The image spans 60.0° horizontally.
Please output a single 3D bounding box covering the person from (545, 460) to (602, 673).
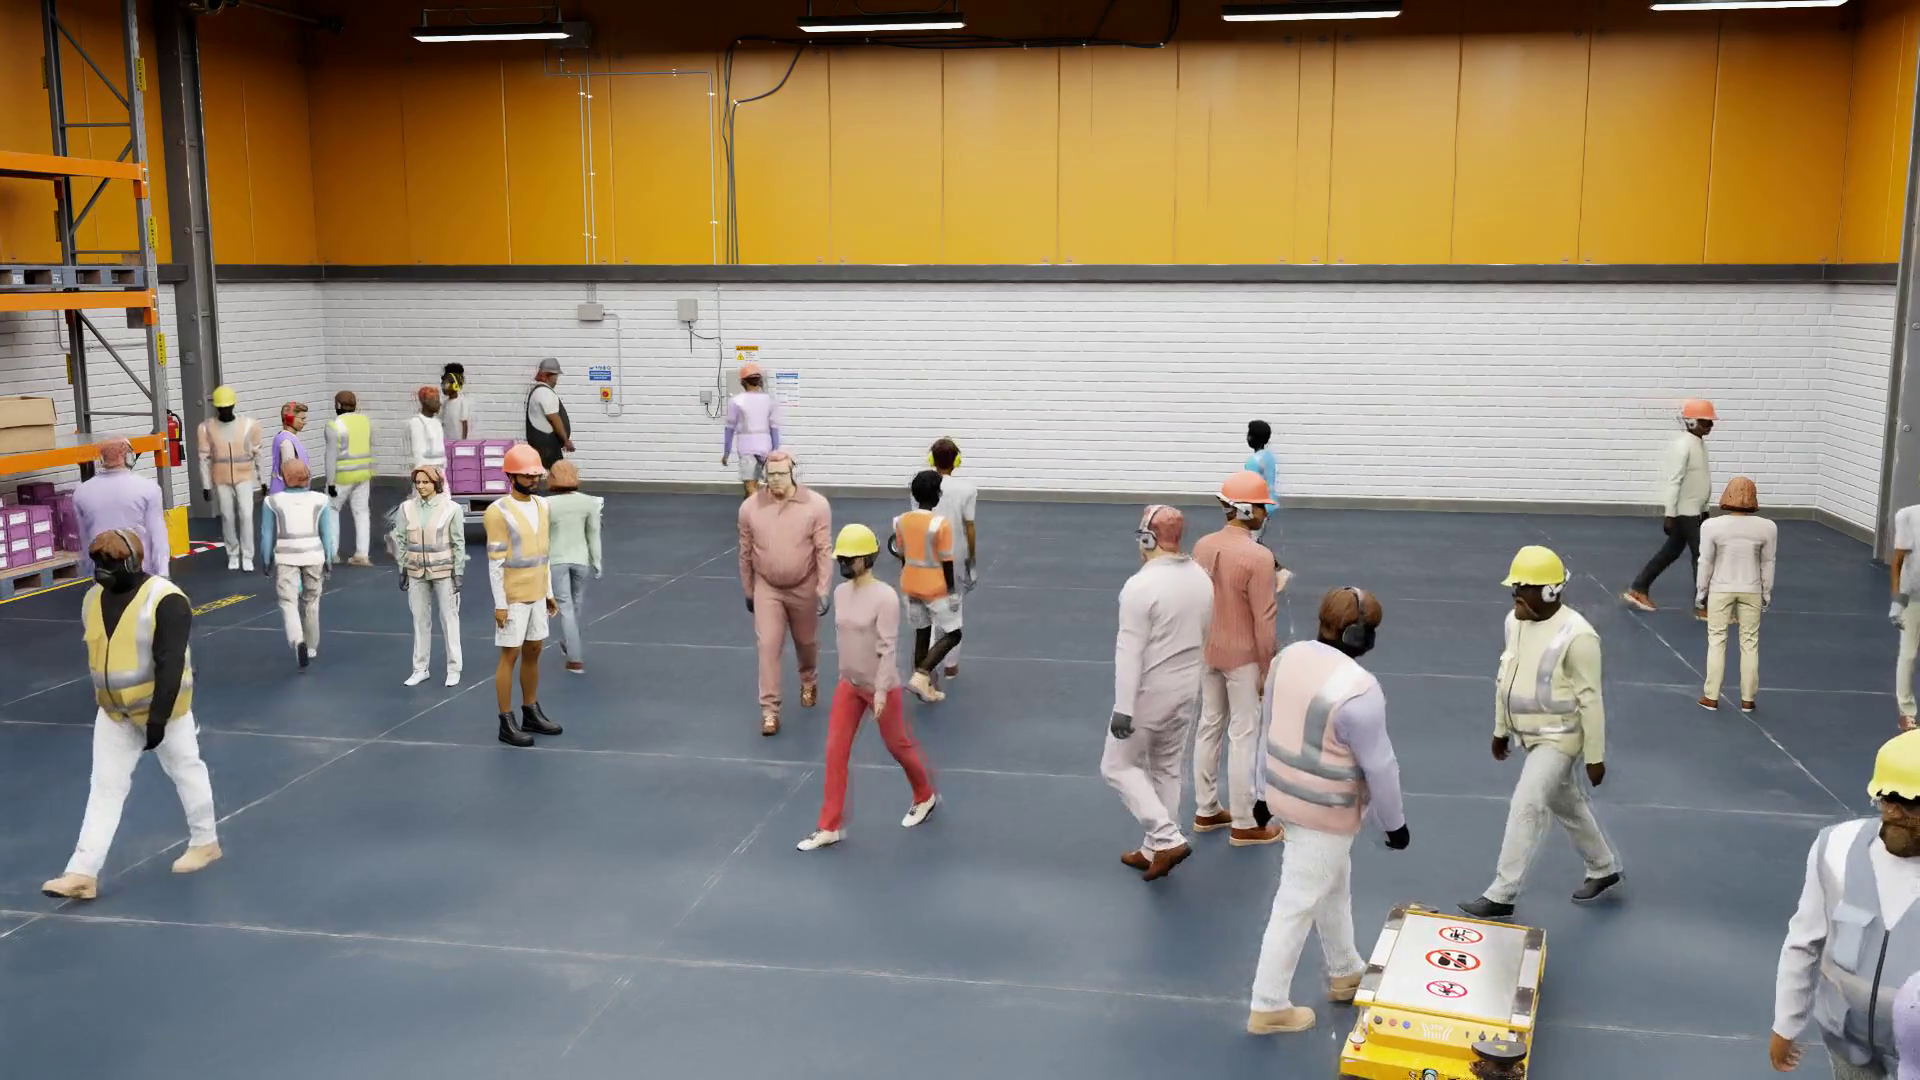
[{"bbox_3d":[-3.068,0.178,12.803,0.523,1.592,0.801,-6,11,-33],"label":"person"}]

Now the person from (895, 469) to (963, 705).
[{"bbox_3d":[-0.238,0.348,11.500,0.543,1.688,0.437,9,13,44],"label":"person"}]

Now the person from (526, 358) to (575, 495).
[{"bbox_3d":[-4.962,-1.256,20.359,1.015,2.000,0.689,-3,10,-19],"label":"person"}]

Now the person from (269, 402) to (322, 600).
[{"bbox_3d":[-6.209,-0.365,15.460,0.389,1.837,0.563,-4,10,-25],"label":"person"}]

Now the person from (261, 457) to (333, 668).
[{"bbox_3d":[-5.085,0.177,12.800,0.521,1.619,0.699,-5,10,-27],"label":"person"}]

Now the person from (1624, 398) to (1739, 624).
[{"bbox_3d":[6.354,-0.283,14.617,1.003,1.954,0.628,7,12,38],"label":"person"}]

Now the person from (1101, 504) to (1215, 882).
[{"bbox_3d":[0.983,0.768,8.244,0.440,1.894,0.676,9,13,43],"label":"person"}]

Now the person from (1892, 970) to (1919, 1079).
[{"bbox_3d":[2.136,1.565,3.341,1.010,1.883,0.661,-7,12,-39],"label":"person"}]

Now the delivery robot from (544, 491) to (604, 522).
[{"bbox_3d":[-4.485,-0.377,19.214,0.707,0.478,0.477,-1,9,-4],"label":"delivery robot"}]

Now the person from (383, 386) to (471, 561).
[{"bbox_3d":[-5.602,-0.680,17.372,0.828,1.857,0.578,2,9,13],"label":"person"}]

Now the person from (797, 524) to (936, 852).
[{"bbox_3d":[-0.464,0.754,8.889,0.523,1.723,0.900,8,12,42],"label":"person"}]

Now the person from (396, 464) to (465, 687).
[{"bbox_3d":[-3.873,0.260,12.199,0.513,1.641,0.307,1,9,6],"label":"person"}]

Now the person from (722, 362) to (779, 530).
[{"bbox_3d":[-2.345,-1.036,19.127,0.625,2.009,0.970,-6,11,-32],"label":"person"}]

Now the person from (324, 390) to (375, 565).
[{"bbox_3d":[-6.402,-0.643,17.267,0.708,1.810,0.636,6,11,32],"label":"person"}]

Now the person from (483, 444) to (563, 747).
[{"bbox_3d":[-2.801,0.345,10.747,0.377,1.938,0.547,5,10,27],"label":"person"}]

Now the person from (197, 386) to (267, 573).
[{"bbox_3d":[-7.334,-0.600,16.760,0.608,1.885,0.893,-3,10,-21],"label":"person"}]

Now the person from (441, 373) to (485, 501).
[{"bbox_3d":[-6.106,-1.131,20.282,0.535,1.829,0.971,6,11,33],"label":"person"}]

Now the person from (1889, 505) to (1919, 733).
[{"bbox_3d":[6.222,0.414,10.631,0.533,1.830,0.837,3,10,18],"label":"person"}]

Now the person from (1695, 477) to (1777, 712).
[{"bbox_3d":[5.348,0.377,11.493,0.497,1.633,0.283,2,9,14],"label":"person"}]

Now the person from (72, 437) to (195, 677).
[{"bbox_3d":[-5.897,0.195,11.893,0.657,1.863,0.909,0,9,-1],"label":"person"}]

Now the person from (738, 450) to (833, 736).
[{"bbox_3d":[-1.169,0.304,11.245,0.635,1.868,0.963,0,9,-2],"label":"person"}]

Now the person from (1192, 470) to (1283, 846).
[{"bbox_3d":[1.472,0.620,8.877,0.391,1.991,0.612,-5,11,-31],"label":"person"}]

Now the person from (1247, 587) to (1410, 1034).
[{"bbox_3d":[1.532,1.074,6.637,0.871,1.801,0.641,-3,10,-17],"label":"person"}]

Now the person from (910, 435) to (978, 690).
[{"bbox_3d":[-0.131,0.163,12.177,0.519,1.849,0.806,1,9,5],"label":"person"}]

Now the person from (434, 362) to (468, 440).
[{"bbox_3d":[-6.406,-1.261,20.726,0.710,1.934,0.622,3,10,18],"label":"person"}]

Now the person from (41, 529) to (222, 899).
[{"bbox_3d":[-4.050,0.839,8.134,0.628,1.787,0.954,2,9,15],"label":"person"}]

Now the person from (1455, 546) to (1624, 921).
[{"bbox_3d":[2.804,0.897,7.837,0.911,1.780,0.596,-2,9,-11],"label":"person"}]

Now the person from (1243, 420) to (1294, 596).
[{"bbox_3d":[2.811,-0.277,15.396,0.570,1.676,0.540,5,10,29],"label":"person"}]

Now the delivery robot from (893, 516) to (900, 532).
[{"bbox_3d":[-0.341,-0.132,17.694,0.707,0.478,0.477,5,10,26],"label":"delivery robot"}]

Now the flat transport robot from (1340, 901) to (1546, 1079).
[{"bbox_3d":[1.992,1.823,6.734,0.652,0.197,1.431,4,10,22],"label":"flat transport robot"}]

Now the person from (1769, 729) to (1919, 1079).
[{"bbox_3d":[2.668,1.390,4.738,0.933,1.789,0.608,-7,12,-38],"label":"person"}]
